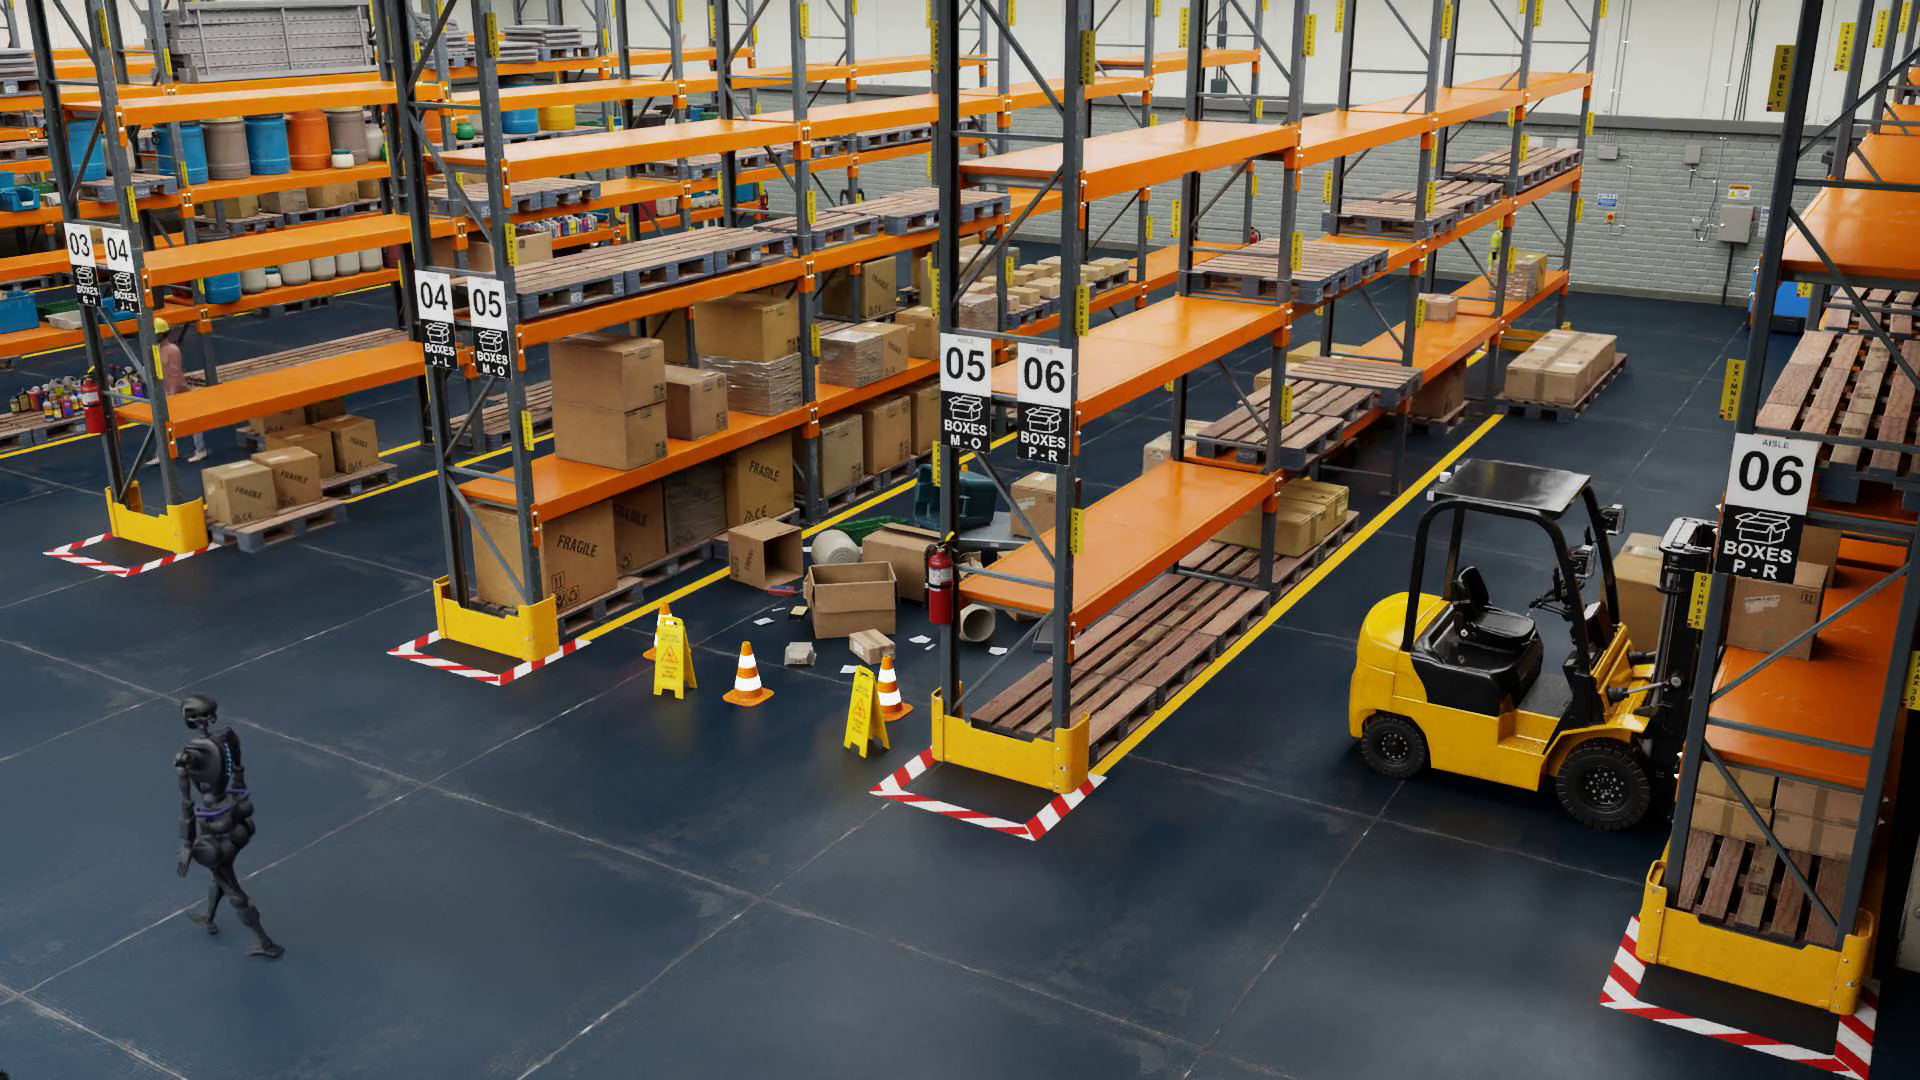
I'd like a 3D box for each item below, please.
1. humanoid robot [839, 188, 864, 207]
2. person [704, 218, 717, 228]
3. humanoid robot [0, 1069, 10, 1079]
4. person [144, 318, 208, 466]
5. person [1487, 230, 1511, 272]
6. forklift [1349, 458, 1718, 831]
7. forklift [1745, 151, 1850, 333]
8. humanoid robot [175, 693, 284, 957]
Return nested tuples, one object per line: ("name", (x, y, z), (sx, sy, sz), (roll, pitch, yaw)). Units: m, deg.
("humanoid robot", (-2.181, -6.475, 33.265), (0.599, 1.625, 0.797), (-10, 21, -26))
("person", (-5.236, -7.064, 34.869), (0.488, 1.688, 0.350), (-6, 20, -17))
("humanoid robot", (-4.028, 2.642, 6.878), (0.606, 1.624, 0.748), (11, 22, 29))
("person", (-9.211, -1.702, 19.291), (0.537, 1.737, 0.802), (11, 22, 29))
("person", (8.954, -4.586, 27.681), (0.322, 1.698, 0.534), (14, 24, 35))
("forklift", (3.988, 0.658, 11.776), (2.313, 2.155, 1.214), (11, 22, 29))
("forklift", (13.620, -4.667, 26.137), (1.873, 2.768, 1.129), (11, 22, 29))
("humanoid robot", (-4.378, 1.667, 9.693), (0.744, 1.631, 0.609), (4, 19, 11))
